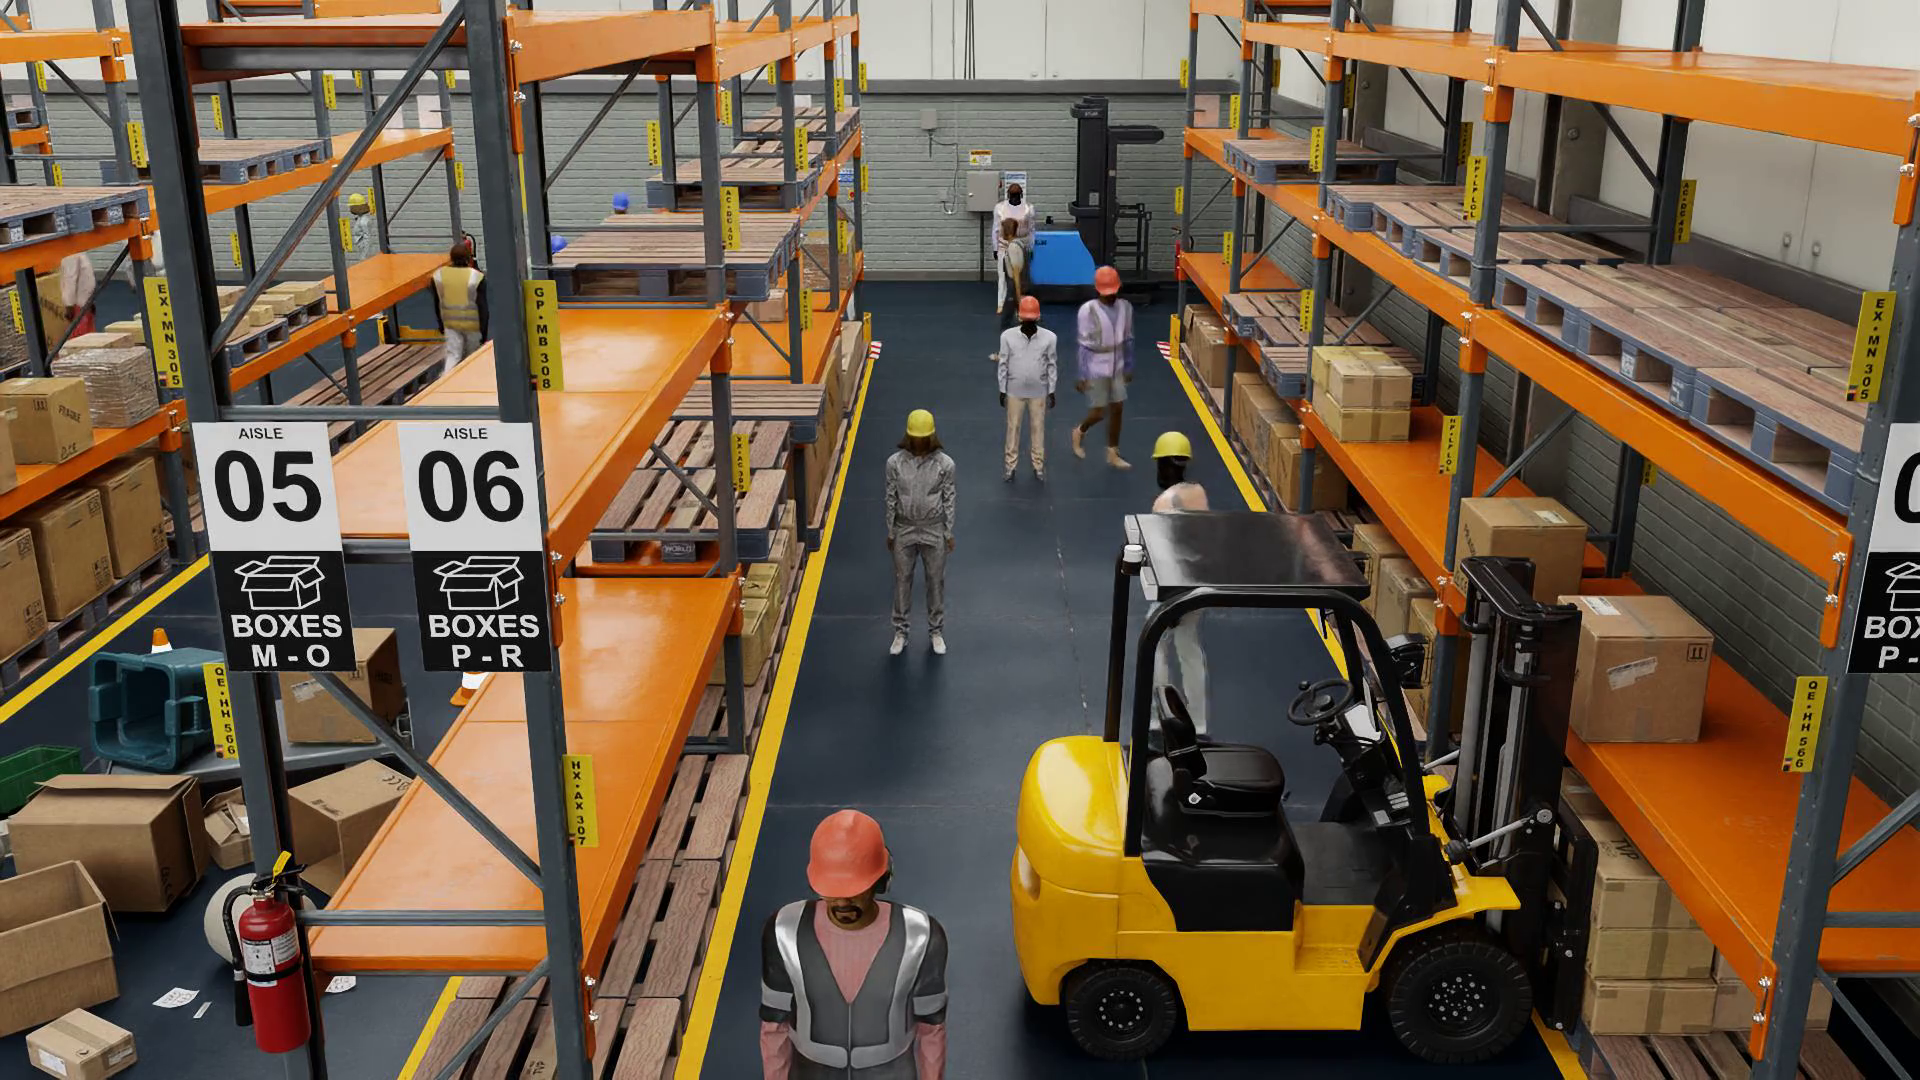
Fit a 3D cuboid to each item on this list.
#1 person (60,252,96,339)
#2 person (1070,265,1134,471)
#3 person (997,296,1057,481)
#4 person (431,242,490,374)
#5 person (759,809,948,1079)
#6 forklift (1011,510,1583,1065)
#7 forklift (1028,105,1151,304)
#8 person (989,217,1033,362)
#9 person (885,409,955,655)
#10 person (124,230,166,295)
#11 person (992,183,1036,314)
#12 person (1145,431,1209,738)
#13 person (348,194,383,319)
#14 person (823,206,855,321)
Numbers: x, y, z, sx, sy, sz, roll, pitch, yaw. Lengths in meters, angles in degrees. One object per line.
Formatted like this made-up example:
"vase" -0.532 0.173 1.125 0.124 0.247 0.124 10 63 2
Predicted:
"person" -10.179 -2.731 19.220 0.480 1.943 0.778 -6 19 -18
"person" 1.359 -1.634 15.810 0.686 2.004 0.593 -11 21 -31
"person" 0.627 -1.411 15.525 0.559 1.752 0.326 0 18 0
"person" -5.487 -2.361 18.309 0.635 1.819 0.821 0 18 1
"person" -0.340 1.798 5.370 0.605 2.044 0.374 0 18 0
"forklift" 1.387 1.055 7.378 2.313 2.155 1.214 0 18 0
"forklift" 1.857 -4.944 24.441 1.873 2.768 1.129 0 18 0
"person" 0.766 -3.043 20.420 0.807 1.797 0.518 8 20 24
"person" -0.274 -0.052 11.433 0.484 1.744 0.297 0 18 0
"person" -10.395 -3.385 21.456 0.601 1.789 0.951 -12 22 -32
"person" 0.764 -4.133 23.619 0.623 1.844 0.429 0 18 0
"person" 1.344 0.285 10.202 0.596 1.871 0.624 13 23 35
"person" -8.338 -3.973 23.297 0.312 1.737 0.483 -7 20 -21
"person" -1.629 -3.753 22.810 0.501 1.629 0.288 1 18 2
